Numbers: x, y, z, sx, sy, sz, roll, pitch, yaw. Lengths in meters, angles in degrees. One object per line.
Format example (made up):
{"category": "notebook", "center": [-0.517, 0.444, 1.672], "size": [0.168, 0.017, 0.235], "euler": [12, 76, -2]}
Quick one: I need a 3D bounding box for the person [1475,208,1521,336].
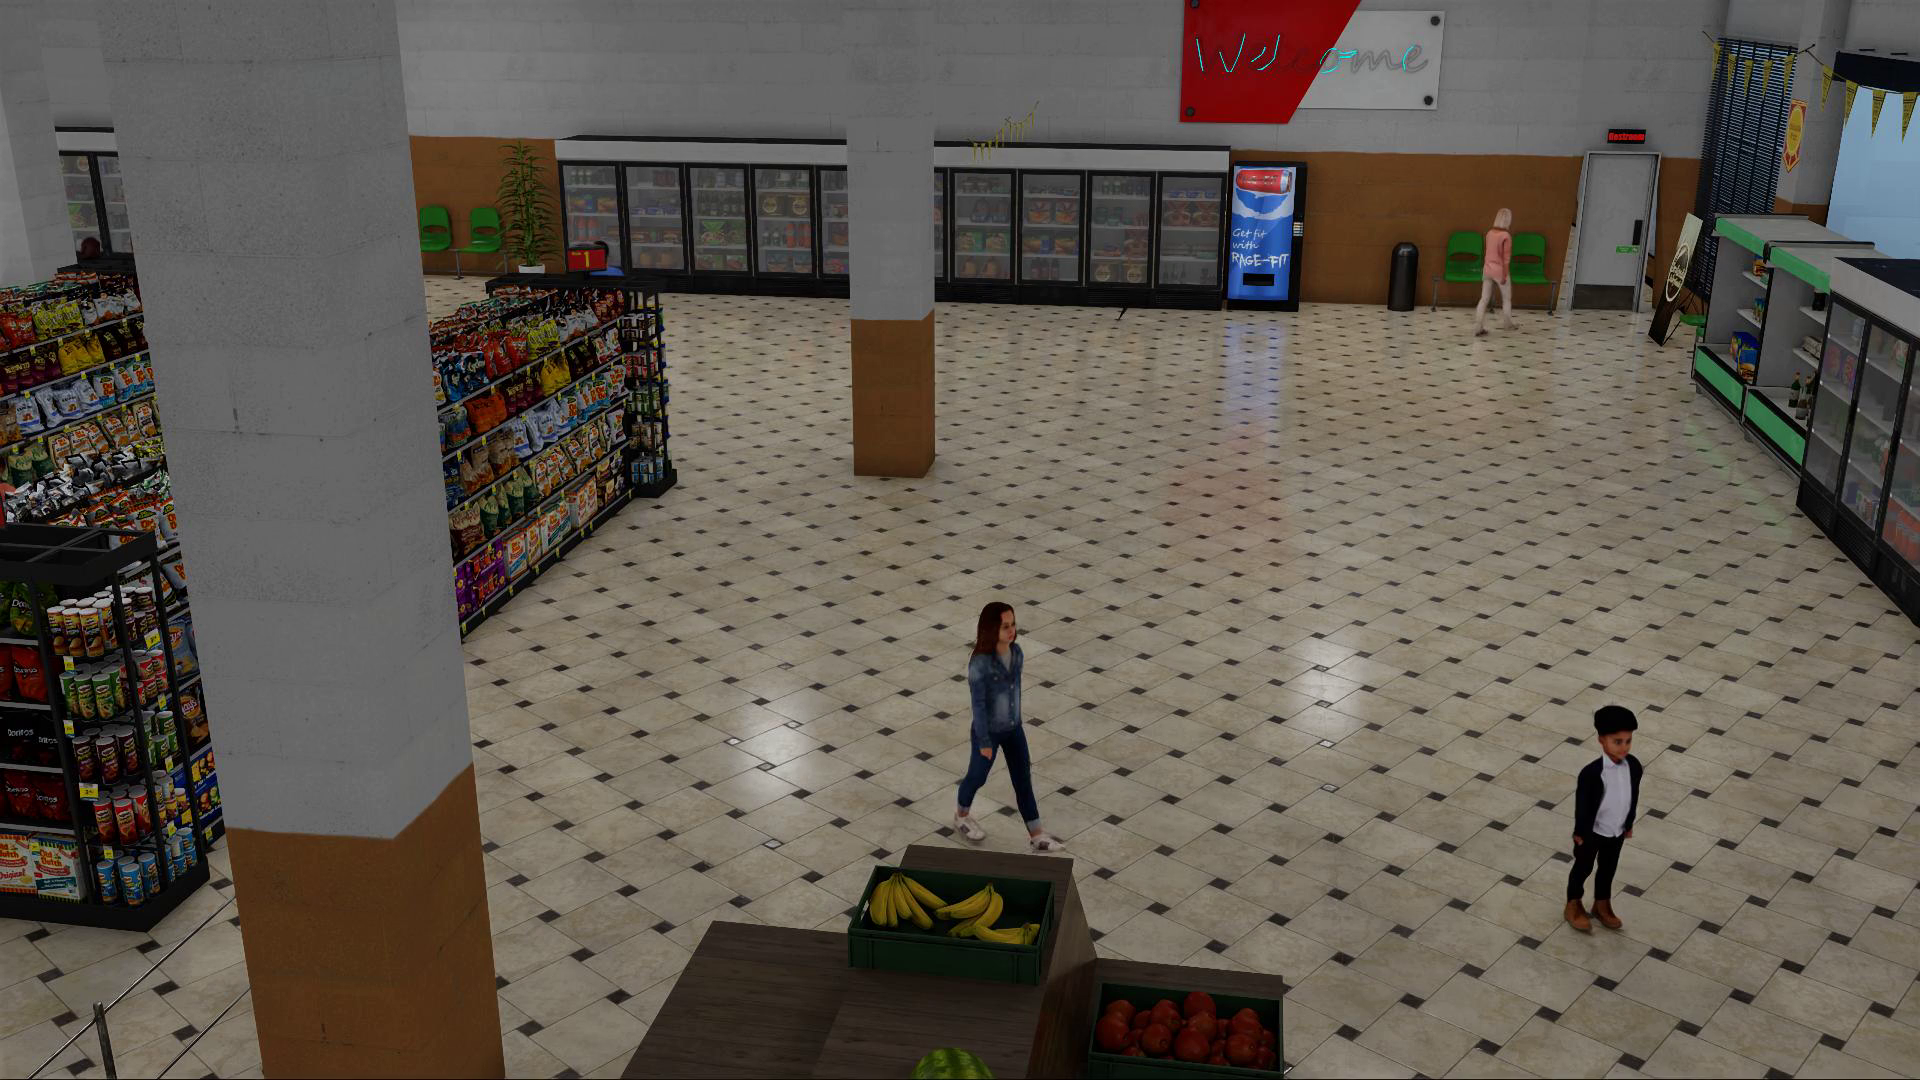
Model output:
{"category": "person", "center": [7.198, -3.607, 22.540], "size": [1.025, 1.695, 0.993], "euler": [-11, 22, -30]}

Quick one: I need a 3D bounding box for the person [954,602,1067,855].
{"category": "person", "center": [0.143, 1.034, 9.173], "size": [1.011, 1.443, 0.999], "euler": [-17, 25, -41]}

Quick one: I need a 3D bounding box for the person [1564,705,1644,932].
{"category": "person", "center": [3.259, 1.397, 8.442], "size": [0.563, 1.220, 0.573], "euler": [-4, 19, -13]}
